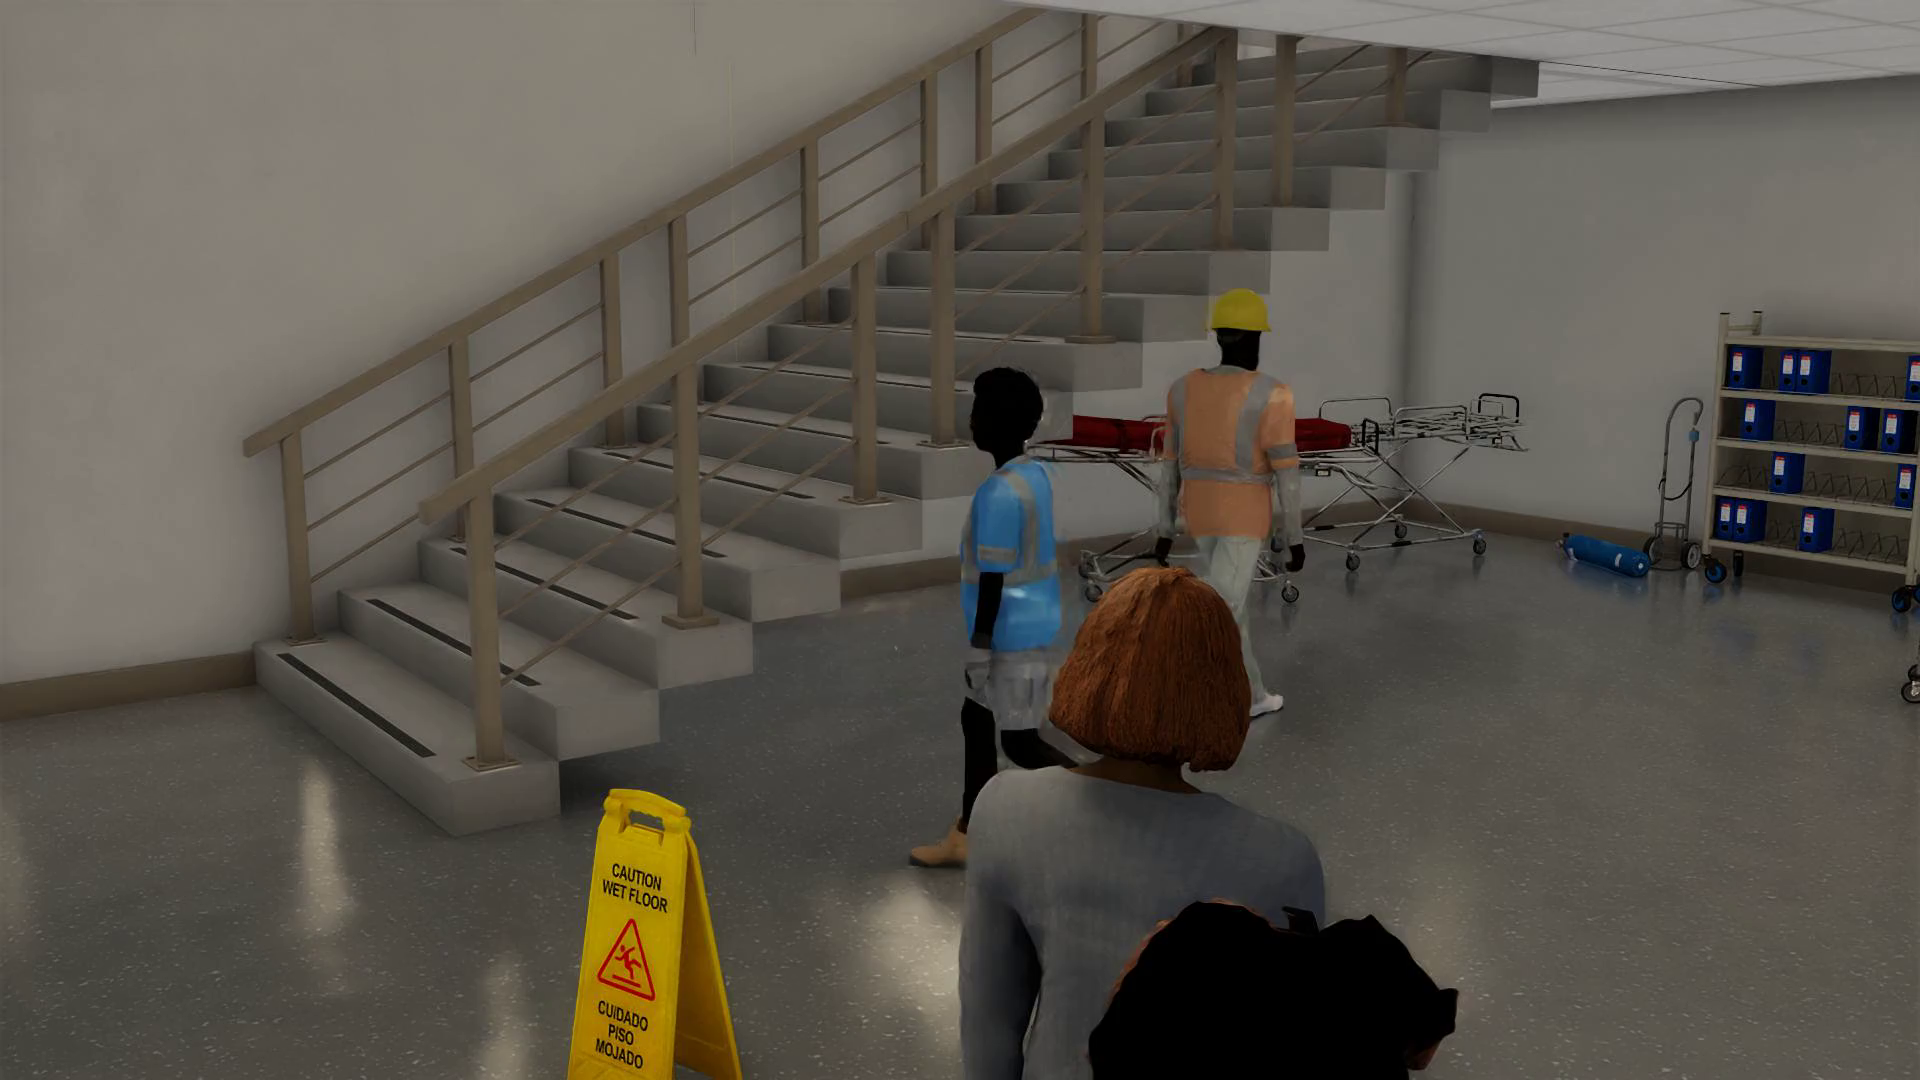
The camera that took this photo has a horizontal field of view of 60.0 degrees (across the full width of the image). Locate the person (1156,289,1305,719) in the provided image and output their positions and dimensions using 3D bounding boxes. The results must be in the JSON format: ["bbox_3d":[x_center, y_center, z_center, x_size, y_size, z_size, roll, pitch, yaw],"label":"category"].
[{"bbox_3d":[1.090,-0.089,6.845,0.603,1.878,1.018,9,14,43],"label":"person"}]

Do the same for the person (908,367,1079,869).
[{"bbox_3d":[0.228,0.290,5.251,0.766,1.669,0.534,2,10,12],"label":"person"}]

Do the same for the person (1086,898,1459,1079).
[{"bbox_3d":[0.165,1.022,1.114,0.311,1.638,0.522,3,10,18],"label":"person"}]

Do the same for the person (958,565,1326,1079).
[{"bbox_3d":[0.237,0.839,2.183,0.509,1.632,0.267,6,11,31],"label":"person"}]
